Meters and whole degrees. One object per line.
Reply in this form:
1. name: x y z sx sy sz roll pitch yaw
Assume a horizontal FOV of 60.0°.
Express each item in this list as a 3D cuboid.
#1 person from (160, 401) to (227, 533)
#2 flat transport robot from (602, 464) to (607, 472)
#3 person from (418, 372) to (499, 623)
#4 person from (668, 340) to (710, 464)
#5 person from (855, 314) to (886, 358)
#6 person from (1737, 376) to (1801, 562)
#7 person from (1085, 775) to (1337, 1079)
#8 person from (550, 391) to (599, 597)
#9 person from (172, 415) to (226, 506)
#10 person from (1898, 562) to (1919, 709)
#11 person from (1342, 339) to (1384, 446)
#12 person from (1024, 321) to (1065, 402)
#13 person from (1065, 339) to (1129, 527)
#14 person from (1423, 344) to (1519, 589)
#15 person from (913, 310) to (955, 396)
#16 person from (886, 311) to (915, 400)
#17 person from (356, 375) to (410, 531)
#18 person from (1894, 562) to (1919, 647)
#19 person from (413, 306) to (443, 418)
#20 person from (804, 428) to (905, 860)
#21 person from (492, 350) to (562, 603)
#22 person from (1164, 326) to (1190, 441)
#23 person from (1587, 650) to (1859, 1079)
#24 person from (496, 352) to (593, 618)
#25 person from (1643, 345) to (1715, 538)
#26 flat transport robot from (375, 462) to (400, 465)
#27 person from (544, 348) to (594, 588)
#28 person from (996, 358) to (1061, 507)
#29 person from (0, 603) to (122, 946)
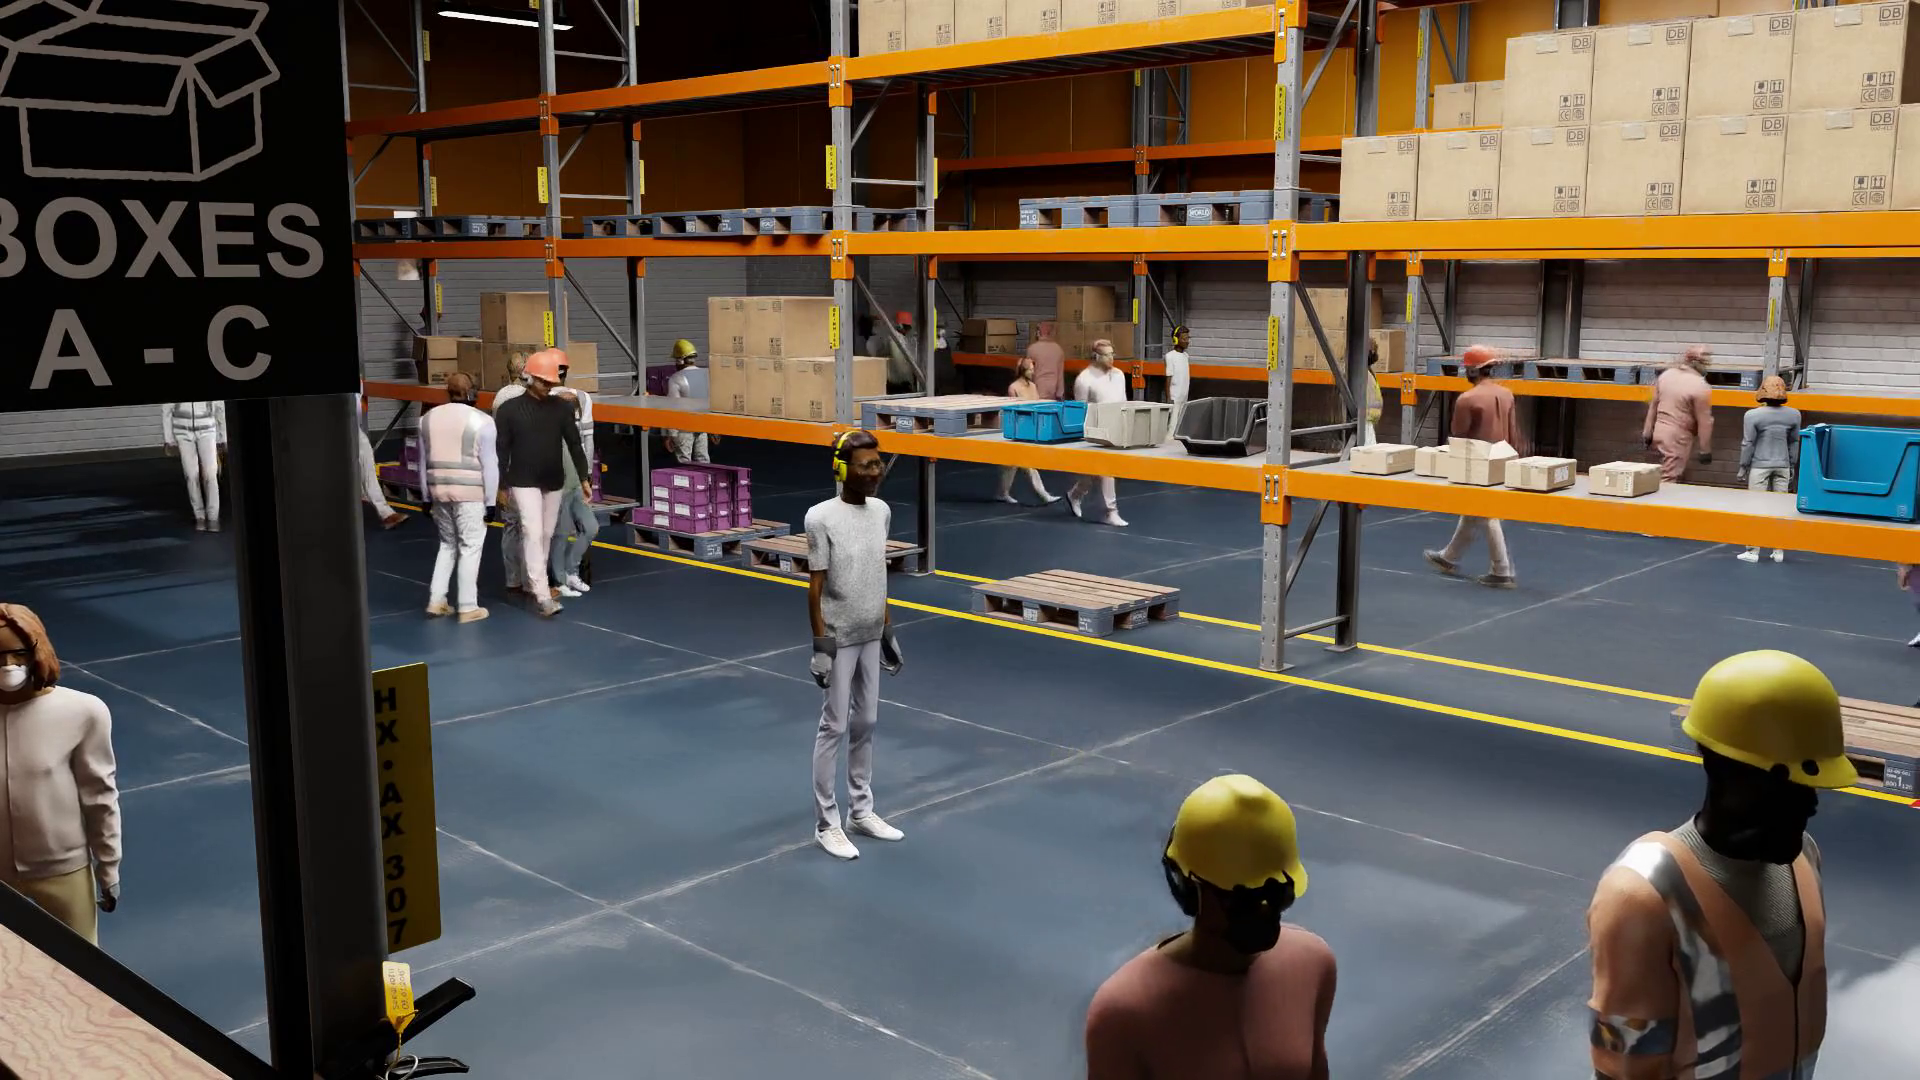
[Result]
1. person: -7.391 -0.979 16.056 0.581 1.857 0.767 -3 10 -20
2. flat transport robot: -5.185 -0.941 20.696 1.431 0.197 0.652 -5 10 -27
3. person: -3.634 -0.308 12.121 0.636 1.818 0.436 3 10 17
4. person: -2.838 -1.178 17.406 0.404 1.826 0.594 8 12 39
5. person: -1.090 -2.333 24.228 0.964 1.918 0.642 2 10 13
6. person: 7.054 -0.614 14.524 0.498 1.633 0.282 0 9 0
7. person: 0.462 1.248 2.836 0.550 1.722 0.891 -4 10 -24
8. person: -3.042 -0.355 12.971 0.384 1.620 0.523 3 10 17
9. person: -8.174 -1.300 17.880 0.558 1.912 0.537 -2 9 -9
10. person: 5.625 0.169 9.511 0.878 1.707 0.529 -4 10 -23
11. person: 4.303 -1.291 18.146 0.849 1.814 0.633 4 10 21
12. person: 1.108 -2.022 22.466 0.636 1.867 0.985 -8 12 -42
13. person: 1.387 -1.101 16.801 0.910 1.868 0.632 9 13 44
14. person: 4.150 -0.614 13.553 0.645 1.942 1.002 -7 11 -35
15. person: -0.340 -2.144 22.659 0.548 2.000 0.700 7 11 36
16. person: -0.752 -2.284 23.781 0.984 1.945 0.600 3 10 20
17. person: -5.891 -1.001 16.115 0.988 1.887 0.647 3 10 18
18. person: 6.555 -0.184 11.093 0.677 1.887 0.432 -3 10 -19
19. person: -7.798 -2.466 24.621 0.615 2.043 0.373 6 11 33
20. person: -0.453 0.443 7.313 0.328 1.875 0.517 8 12 39
21. person: -3.357 -0.490 12.824 0.359 1.938 0.635 -8 12 -41
22. person: 2.667 -1.679 20.336 0.310 1.868 0.532 6 11 35
23. person: 1.334 1.129 2.947 0.593 1.922 0.381 -7 12 -36
24. person: -3.051 -0.406 12.288 0.612 1.939 0.949 -8 12 -41
25. person: 6.860 -0.923 15.771 0.674 1.857 0.731 -1 9 -7
26. flat transport robot: -6.448 -0.830 20.011 1.431 0.197 0.652 -4 10 -22
27. person: -3.219 -0.577 13.398 0.543 1.928 0.374 -5 11 -29
28. person: 0.731 -1.152 17.934 0.865 1.597 0.531 5 10 27
29. person: -2.688 0.976 4.805 0.493 1.625 0.281 -4 10 -22
